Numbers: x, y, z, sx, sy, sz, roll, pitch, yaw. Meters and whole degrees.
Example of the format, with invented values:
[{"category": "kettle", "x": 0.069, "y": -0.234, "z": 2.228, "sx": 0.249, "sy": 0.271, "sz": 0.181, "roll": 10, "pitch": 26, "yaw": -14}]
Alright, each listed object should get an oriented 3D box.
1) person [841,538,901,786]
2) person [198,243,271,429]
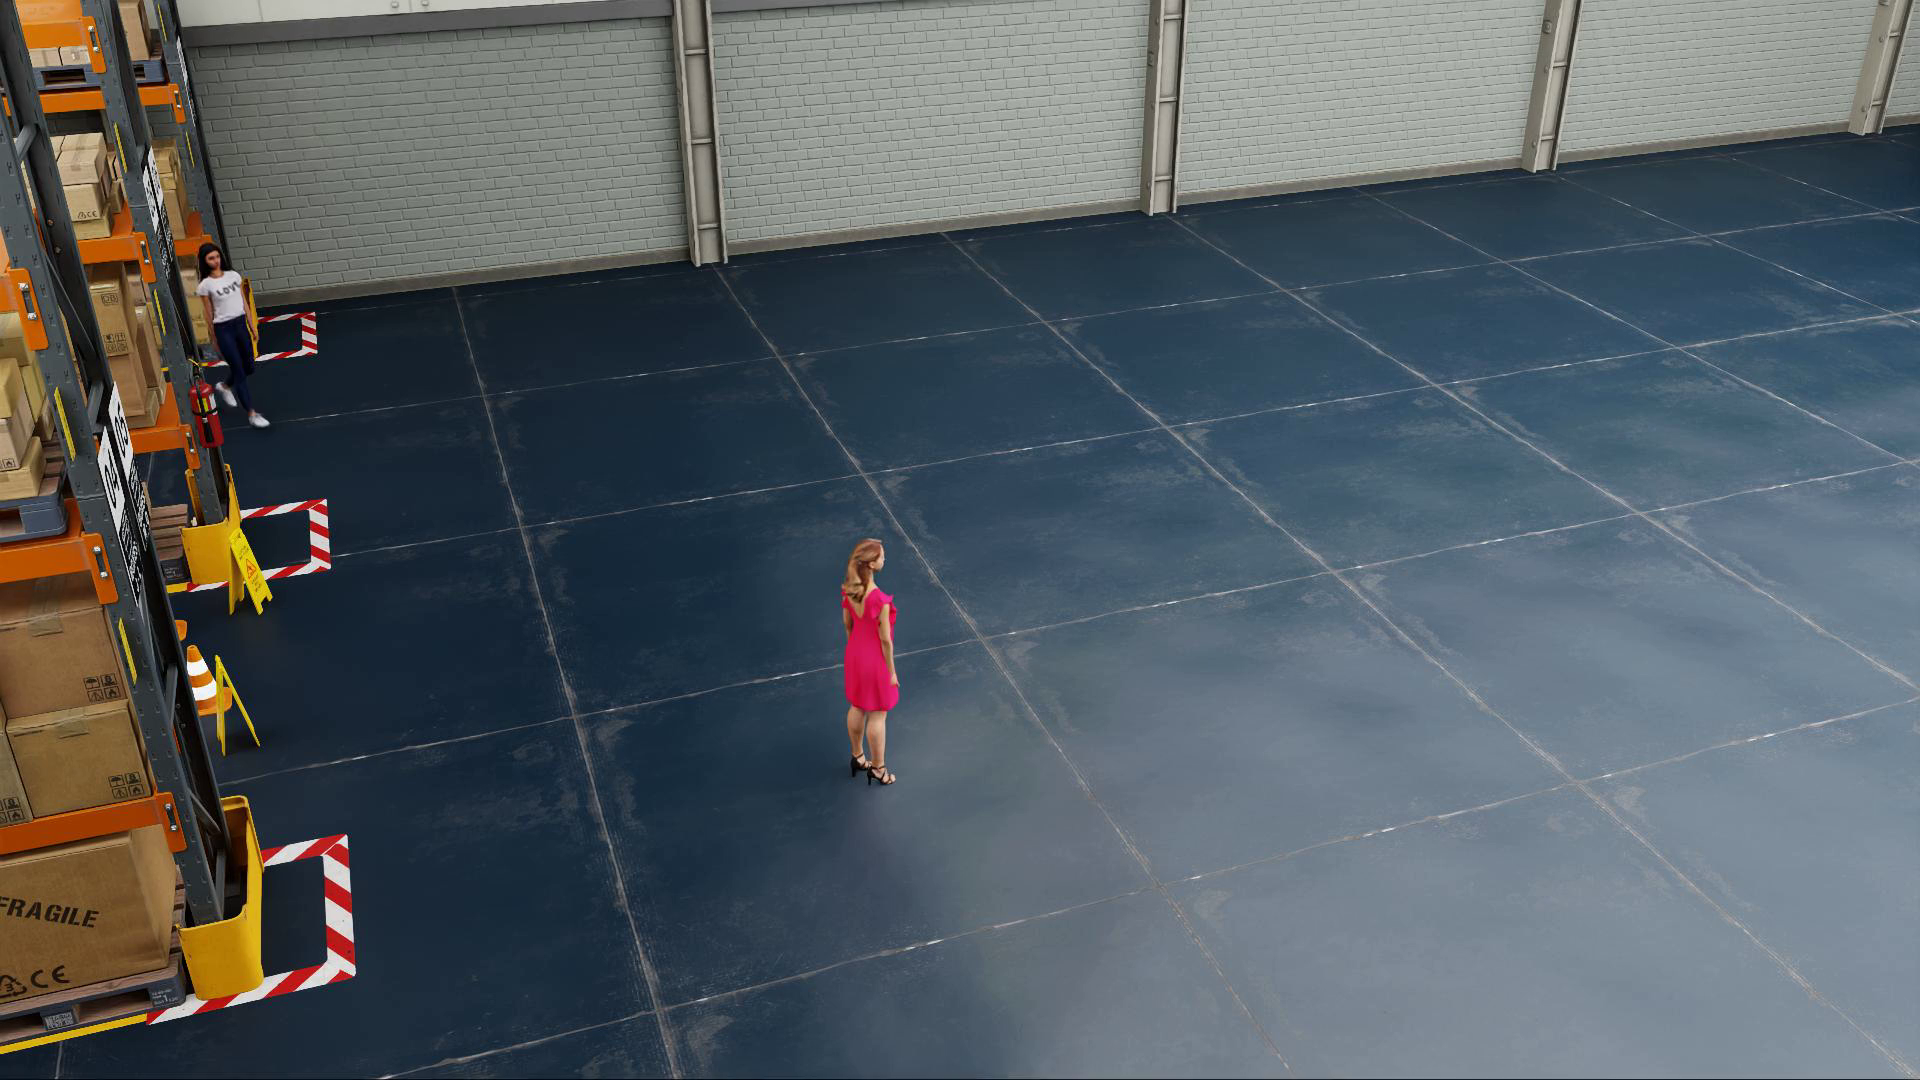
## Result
[{"category": "person", "x": -0.582, "y": 0.771, "z": 10.476, "sx": 0.658, "sy": 1.726, "sz": 0.654, "roll": -23, "pitch": 36, "yaw": -37}, {"category": "person", "x": -6.833, "y": -1.917, "z": 15.488, "sx": 1.024, "sy": 1.760, "sz": 0.993, "roll": 15, "pitch": 31, "yaw": 26}]
